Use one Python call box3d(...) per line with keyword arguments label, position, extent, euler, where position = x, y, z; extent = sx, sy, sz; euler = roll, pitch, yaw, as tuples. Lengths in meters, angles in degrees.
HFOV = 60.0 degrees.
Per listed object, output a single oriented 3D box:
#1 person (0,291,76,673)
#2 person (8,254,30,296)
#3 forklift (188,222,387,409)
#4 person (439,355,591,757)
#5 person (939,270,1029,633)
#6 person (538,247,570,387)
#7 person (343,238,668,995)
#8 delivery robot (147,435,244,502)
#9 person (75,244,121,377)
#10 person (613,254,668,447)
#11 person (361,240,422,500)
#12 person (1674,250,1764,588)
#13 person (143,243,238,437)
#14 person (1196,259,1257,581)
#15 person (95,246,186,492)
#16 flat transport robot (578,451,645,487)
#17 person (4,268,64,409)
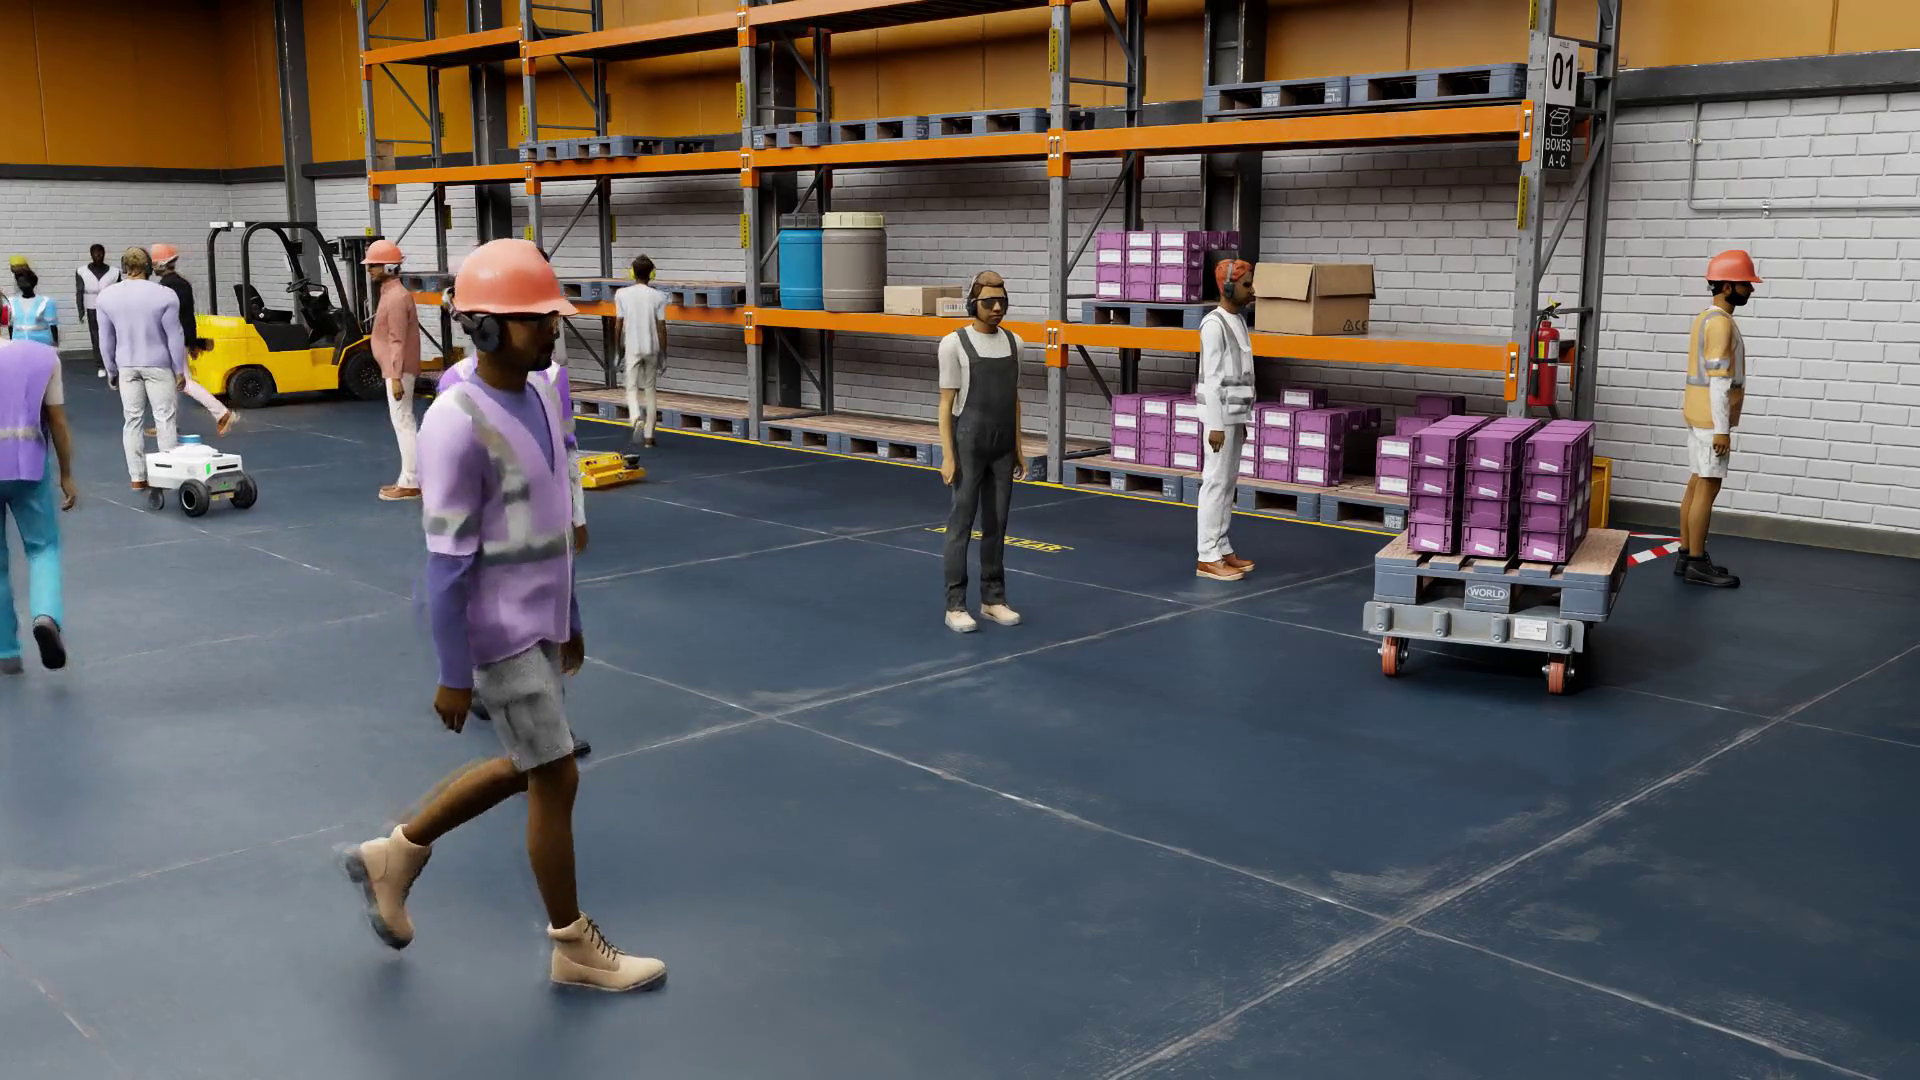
box3d(label="person", position=(-4.347, -0.268, 7.567), extent=(0.579, 1.833, 0.603), euler=(-7, 12, -32))
box3d(label="person", position=(-14.221, -3.461, 25.226), extent=(0.496, 1.730, 0.363), euler=(10, 14, 44))
box3d(label="forklift", position=(-8.169, -2.758, 20.163), extent=(2.313, 2.155, 1.214), euler=(-10, 14, -44))
box3d(label="person", position=(-1.805, -0.131, 6.654), extent=(0.948, 1.902, 0.558), euler=(10, 14, 42))
box3d(label="person", position=(0.122, -0.453, 8.549), extent=(0.516, 1.843, 0.327), euler=(-7, 13, -34))
box3d(label="person", position=(-2.730, -0.927, 10.801), extent=(0.373, 1.966, 0.607), euler=(0, 10, -1))
box3d(label="person", position=(-1.255, 0.221, 4.410), extent=(0.866, 2.023, 0.617), euler=(1, 10, 7))
box3d(label="delivery robot", position=(-5.627, -0.529, 12.225), extent=(0.707, 0.478, 0.477), euler=(5, 12, 27))
box3d(label="person", position=(-12.211, -3.244, 23.647), extent=(0.599, 1.884, 0.826), euler=(-6, 12, -28))
box3d(label="person", position=(-3.020, -1.768, 15.745), extent=(0.526, 1.837, 0.630), euler=(-2, 11, -12))
box3d(label="person", position=(-4.340, -1.294, 12.766), extent=(0.399, 1.990, 0.617), euler=(-4, 11, -20))
box3d(label="person", position=(4.389, -0.699, 9.636), extent=(0.358, 1.938, 0.548), euler=(3, 11, 14))
box3d(label="person", position=(-7.766, -1.988, 16.651), extent=(0.937, 1.956, 0.620), euler=(-1, 10, -3))
box3d(label="person", position=(1.583, -0.714, 9.861), extent=(0.345, 1.883, 0.584), euler=(5, 11, 23))
box3d(label="person", position=(-6.427, -1.338, 13.117), extent=(0.629, 1.940, 0.379), euler=(-1, 10, -5))
box3d(label="flat transport robot", position=(-3.382, -0.617, 13.739), extent=(1.431, 0.197, 0.652), euler=(5, 12, 26))
box3d(label="person", position=(-10.067, -2.123, 18.124), extent=(0.539, 1.676, 0.695), euler=(-2, 11, -10))
